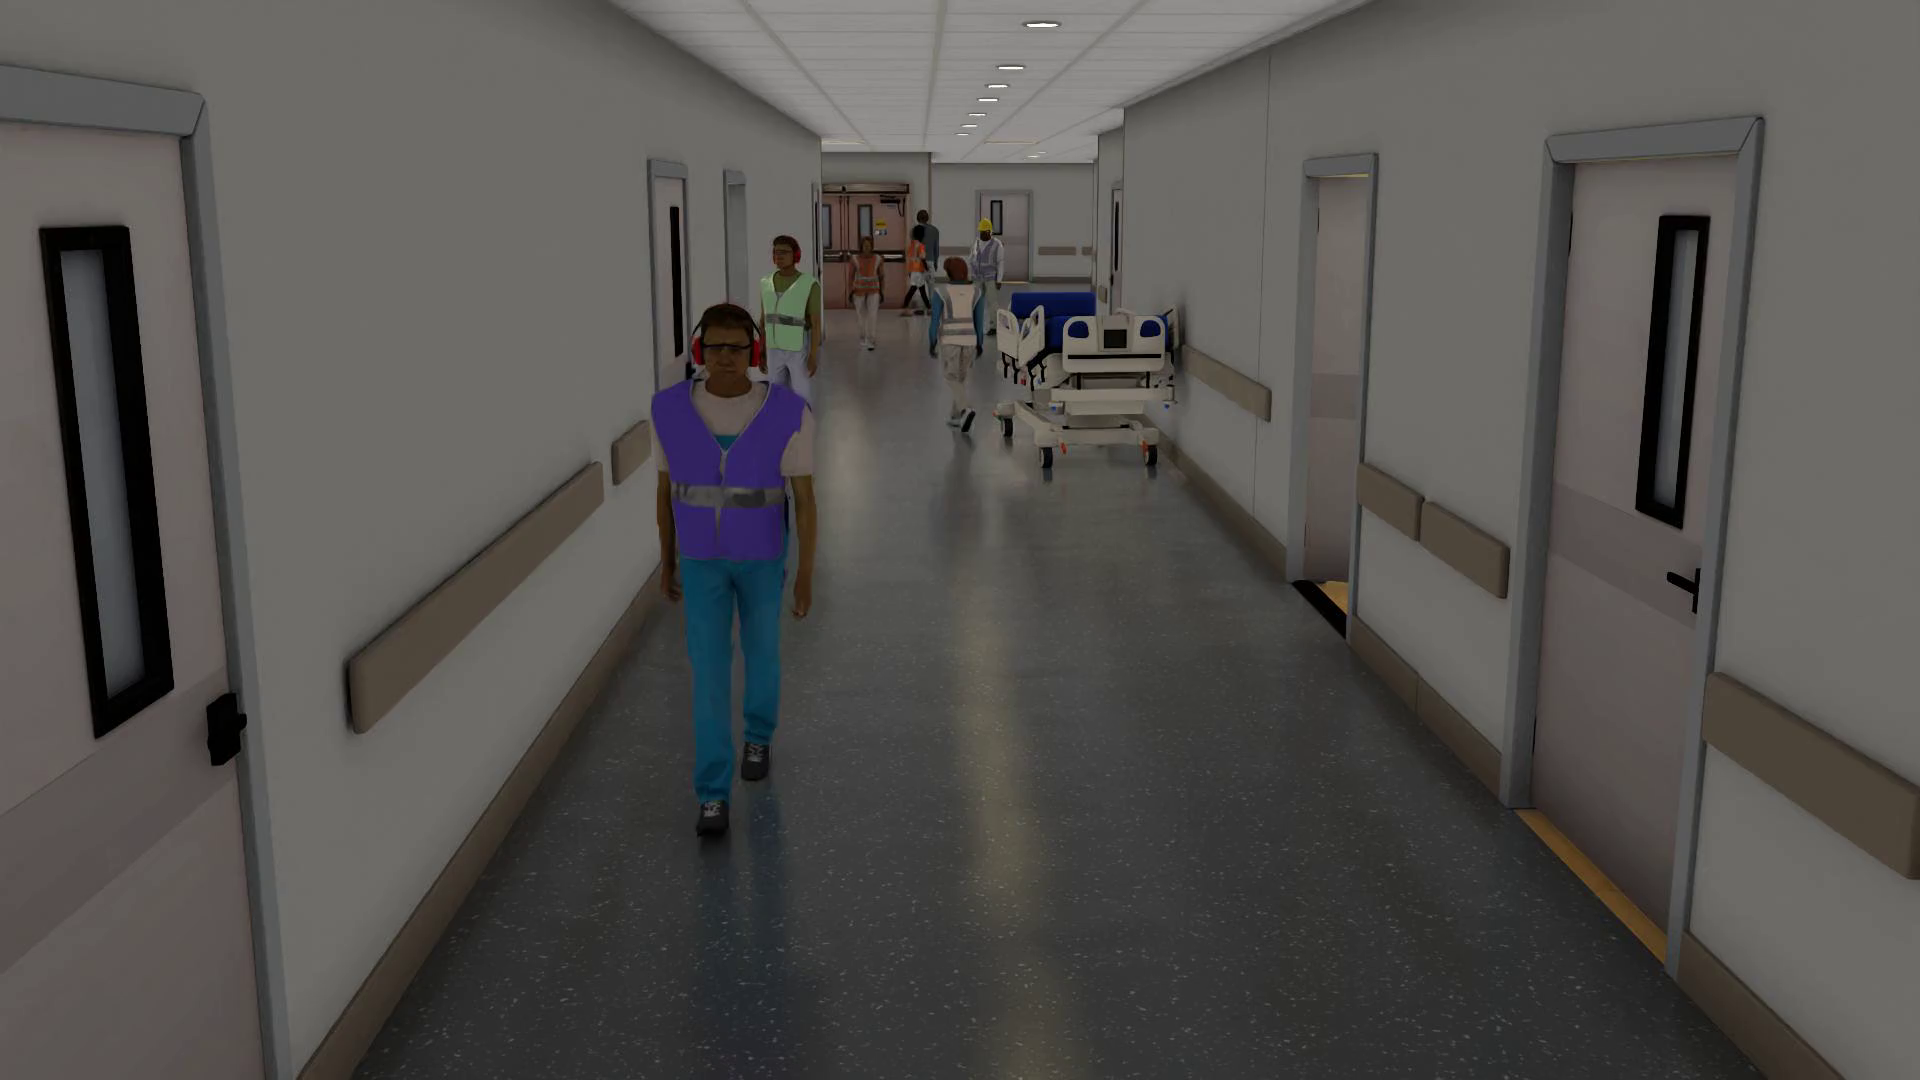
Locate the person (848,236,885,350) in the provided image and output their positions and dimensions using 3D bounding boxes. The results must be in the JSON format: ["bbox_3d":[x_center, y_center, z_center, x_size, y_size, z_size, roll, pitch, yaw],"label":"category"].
[{"bbox_3d":[-1.341,-3.544,23.814,0.527,1.600,0.850,-1,12,-4],"label":"person"}]

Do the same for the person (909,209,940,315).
[{"bbox_3d":[-0.664,-5.116,30.676,0.635,1.936,0.354,-8,14,-33],"label":"person"}]

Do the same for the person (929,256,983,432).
[{"bbox_3d":[-0.004,-1.808,15.366,0.524,1.611,0.767,-5,13,-24],"label":"person"}]

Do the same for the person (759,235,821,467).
[{"bbox_3d":[-1.344,-1.473,13.142,0.565,1.849,0.388,7,13,29],"label":"person"}]

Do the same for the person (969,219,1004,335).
[{"bbox_3d":[0.399,-4.130,26.166,0.590,1.824,0.403,6,13,27],"label":"person"}]

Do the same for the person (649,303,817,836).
[{"bbox_3d":[-0.779,0.068,5.797,0.576,1.785,0.991,0,12,-1],"label":"person"}]

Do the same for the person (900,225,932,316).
[{"bbox_3d":[-0.741,-4.916,30.395,0.852,1.651,0.542,-4,12,-18],"label":"person"}]
